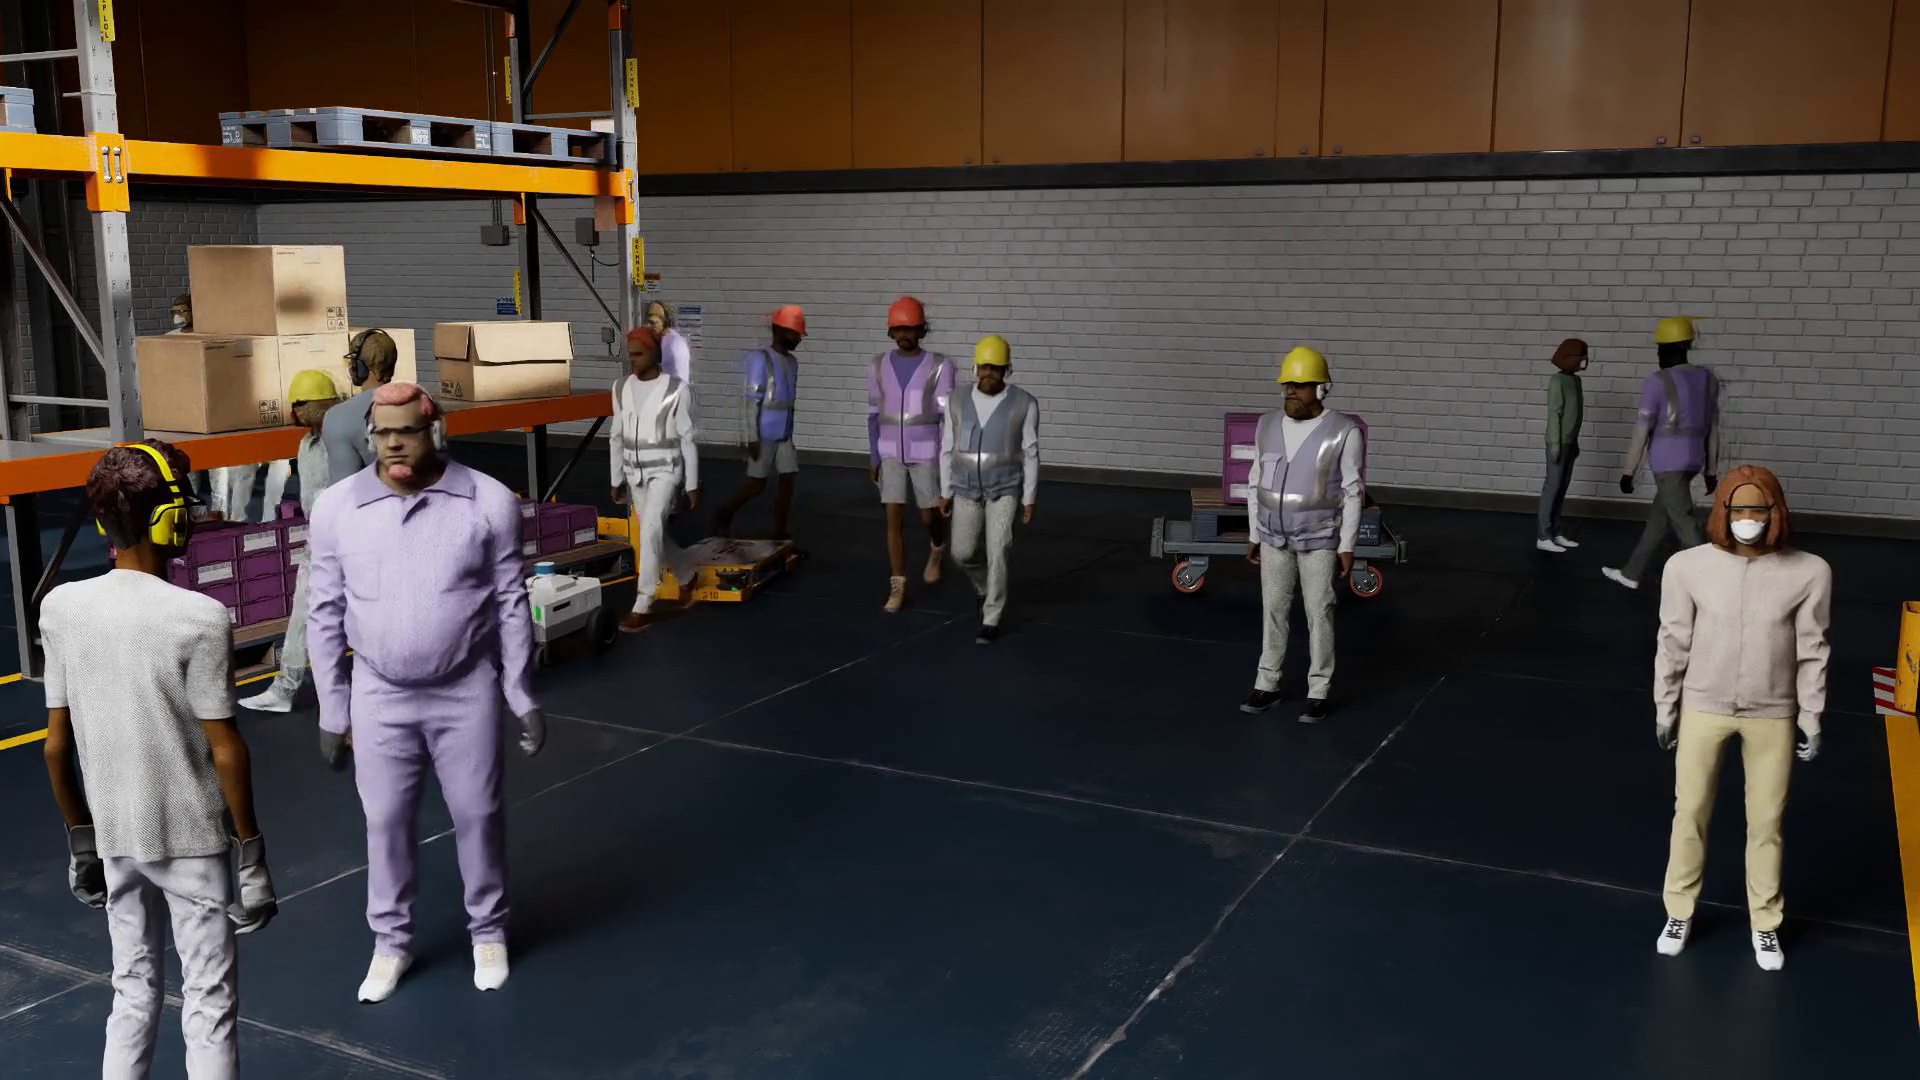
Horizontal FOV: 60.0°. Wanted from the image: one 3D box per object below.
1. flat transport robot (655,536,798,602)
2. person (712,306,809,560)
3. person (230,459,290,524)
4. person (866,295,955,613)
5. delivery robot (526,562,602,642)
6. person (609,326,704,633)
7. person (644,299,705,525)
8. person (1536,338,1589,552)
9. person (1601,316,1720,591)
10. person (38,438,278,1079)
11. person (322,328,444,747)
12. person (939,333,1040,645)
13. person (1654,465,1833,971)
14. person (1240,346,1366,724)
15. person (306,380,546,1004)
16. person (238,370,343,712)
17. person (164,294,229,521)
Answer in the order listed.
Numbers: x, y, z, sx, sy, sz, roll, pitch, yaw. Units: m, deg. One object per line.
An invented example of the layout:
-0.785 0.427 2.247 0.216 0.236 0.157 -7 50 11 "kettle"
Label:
-1.611 0.183 11.433 0.652 0.197 1.431 2 10 9 "flat transport robot"
-1.489 -0.805 12.473 0.794 1.890 0.635 6 12 32 "person"
-5.620 -0.972 13.415 0.684 1.890 0.612 -4 11 -24 "person"
-0.295 -0.581 10.832 0.615 2.019 0.868 3 10 14 "person"
-2.305 0.365 9.287 0.477 0.478 0.707 3 10 17 "delivery robot"
-1.862 -0.404 10.285 0.580 1.849 0.916 5 11 28 "person"
-2.414 -1.056 13.882 0.512 1.900 0.711 -6 11 -31 "person"
4.640 -0.730 12.781 0.268 1.630 0.507 8 12 38 "person"
4.638 -0.511 10.843 0.602 1.873 1.050 -5 11 -25 "person"
-1.807 0.702 3.806 0.531 1.870 0.316 2 10 14 "person"
-2.652 -0.001 7.675 0.372 1.940 0.630 5 11 29 "person"
0.181 -0.314 9.820 0.608 1.815 0.614 3 10 16 "person"
2.482 0.565 5.317 0.501 1.626 0.283 4 10 21 "person"
1.659 -0.025 8.116 0.591 1.834 0.404 8 12 38 "person"
-1.633 0.464 5.088 0.671 1.908 0.402 -2 10 -10 "person"
-3.155 0.024 8.194 0.506 1.701 0.859 7 12 37 "person"
-6.430 -1.090 13.982 0.632 1.940 0.372 2 10 12 "person"
